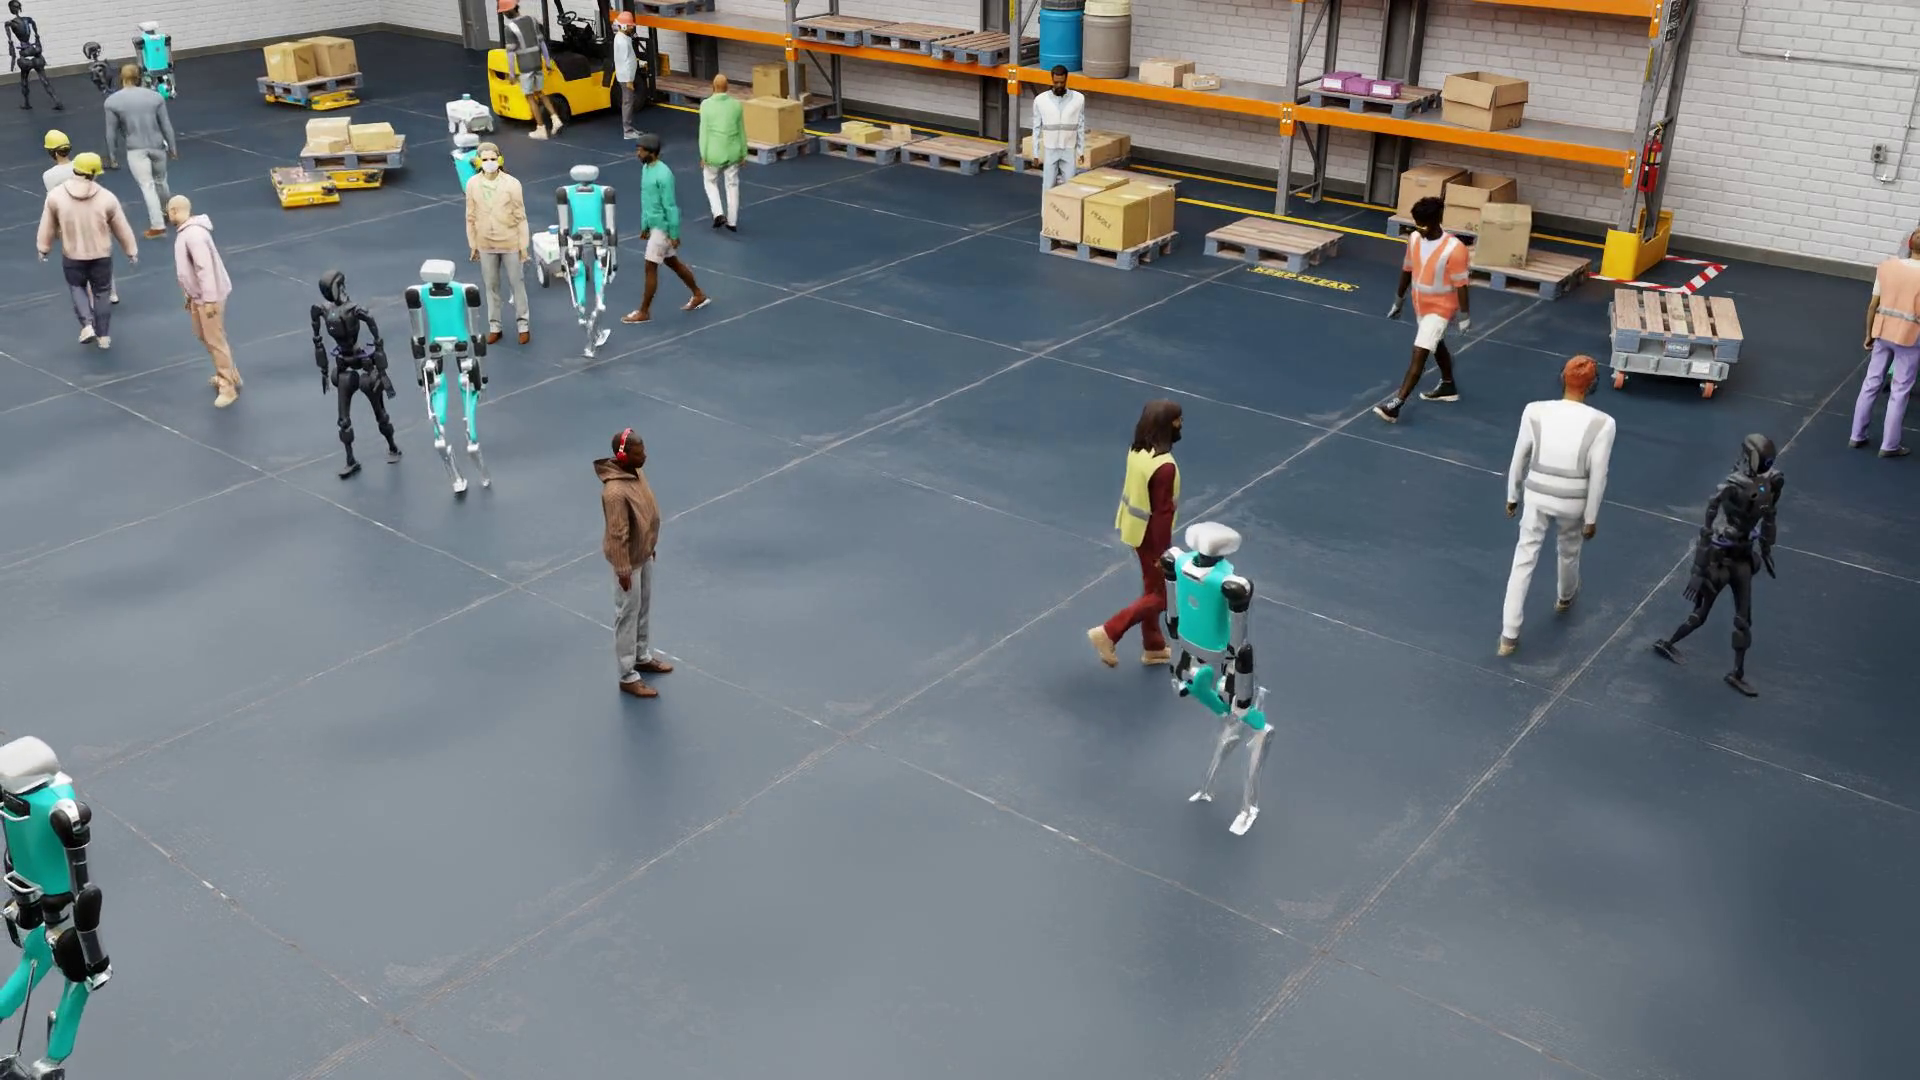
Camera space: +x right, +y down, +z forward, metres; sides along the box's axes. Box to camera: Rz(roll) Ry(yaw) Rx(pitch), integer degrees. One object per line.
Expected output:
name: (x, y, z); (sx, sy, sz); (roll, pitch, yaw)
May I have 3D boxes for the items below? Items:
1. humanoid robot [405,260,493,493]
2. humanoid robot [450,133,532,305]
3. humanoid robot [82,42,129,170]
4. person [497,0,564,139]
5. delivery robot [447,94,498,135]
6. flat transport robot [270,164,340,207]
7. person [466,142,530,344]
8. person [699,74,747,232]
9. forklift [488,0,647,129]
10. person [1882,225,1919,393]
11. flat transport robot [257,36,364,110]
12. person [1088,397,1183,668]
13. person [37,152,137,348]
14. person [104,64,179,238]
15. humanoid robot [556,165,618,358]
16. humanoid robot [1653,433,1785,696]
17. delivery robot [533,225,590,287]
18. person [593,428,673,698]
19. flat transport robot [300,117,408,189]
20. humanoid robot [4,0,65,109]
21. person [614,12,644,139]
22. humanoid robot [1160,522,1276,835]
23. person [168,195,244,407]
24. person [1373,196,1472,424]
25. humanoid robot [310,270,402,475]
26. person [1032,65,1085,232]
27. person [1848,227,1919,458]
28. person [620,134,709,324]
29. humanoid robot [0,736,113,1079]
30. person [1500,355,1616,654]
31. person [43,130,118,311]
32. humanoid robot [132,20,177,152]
humanoid robot: (-3.734, -1.113, 12.191); (0.541, 1.805, 0.712); (-4, 26, -8)
humanoid robot: (-4.530, -3.145, 16.447); (0.796, 1.809, 0.537); (-21, 33, -37)
humanoid robot: (-11.116, -5.661, 21.706); (0.728, 1.625, 0.591); (-14, 29, -27)
person: (-6.033, -6.605, 23.272); (0.671, 1.992, 0.661); (14, 29, 27)
delivery robot: (-7.017, -6.056, 23.805); (0.499, 0.614, 0.812); (-23, 34, -39)
flat transport robot: (-8.185, -4.428, 20.742); (0.659, 0.231, 1.431); (-12, 28, -23)
person: (-4.268, -2.747, 15.414); (0.565, 1.877, 0.406); (0, 26, 1)
person: (-2.699, -4.398, 18.968); (0.561, 1.757, 0.425); (-11, 28, -21)
forklift: (-5.874, -7.334, 24.552); (1.214, 2.155, 2.313); (19, 32, 34)
person: (8.127, -2.067, 14.073); (0.521, 1.824, 0.491); (9, 27, 17)
flat transport robot: (-10.059, -6.890, 25.839); (1.431, 0.231, 0.659); (16, 30, 30)
person: (1.099, -0.011, 9.881); (0.572, 1.755, 0.486); (-4, 26, -8)
person: (-7.987, -2.635, 15.238); (0.820, 1.819, 0.482); (-12, 28, -24)
person: (-9.312, -4.443, 18.934); (0.686, 1.872, 1.030); (-18, 31, -33)
humanoid robot: (-3.342, -2.418, 14.934); (0.534, 1.720, 1.002); (-3, 26, -6)
humanoid robot: (4.539, 0.091, 9.816); (0.614, 1.622, 0.714); (-10, 28, -20)
delivery robot: (-4.221, -2.984, 17.429); (0.499, 0.601, 0.796); (-12, 28, -24)
person: (-1.926, 0.115, 9.737); (0.310, 1.650, 0.470); (4, 26, 9)
flat transport robot: (-7.777, -4.784, 21.479); (0.659, 0.231, 1.431); (-5, 26, -11)
humanoid robot: (-14.114, -7.346, 25.222); (0.783, 1.627, 0.589); (10, 27, 19)
person: (-4.670, -6.542, 23.430); (0.351, 1.738, 0.572); (-6, 26, -12)
humanoid robot: (1.394, 0.669, 8.496); (0.777, 1.783, 0.530); (-20, 32, -36)
person: (-6.379, -2.038, 14.100); (0.406, 1.750, 0.645); (-18, 31, -32)
person: (3.835, -1.923, 13.701); (1.073, 1.878, 0.697); (-12, 28, -23)
humanoid robot: (-4.611, -1.309, 12.711); (0.610, 1.613, 0.588); (4, 26, 9)
person: (1.113, -4.412, 18.830); (0.595, 1.908, 0.408); (-2, 26, -5)
person: (7.311, -1.545, 12.955); (0.389, 1.847, 0.562); (-16, 30, -30)
person: (-2.885, -3.033, 16.096); (0.932, 1.803, 0.533); (-12, 28, -23)
humanoid robot: (-3.638, 1.709, 6.476); (0.552, 1.911, 0.716); (15, 30, 28)
person: (3.699, -0.258, 10.342); (0.588, 1.804, 1.058); (15, 30, 28)
person: (-8.674, -3.130, 16.330); (0.324, 1.769, 0.523); (11, 28, 21)
humanoid robot: (-11.127, -6.186, 22.762); (0.872, 1.825, 0.549); (15, 30, 28)
